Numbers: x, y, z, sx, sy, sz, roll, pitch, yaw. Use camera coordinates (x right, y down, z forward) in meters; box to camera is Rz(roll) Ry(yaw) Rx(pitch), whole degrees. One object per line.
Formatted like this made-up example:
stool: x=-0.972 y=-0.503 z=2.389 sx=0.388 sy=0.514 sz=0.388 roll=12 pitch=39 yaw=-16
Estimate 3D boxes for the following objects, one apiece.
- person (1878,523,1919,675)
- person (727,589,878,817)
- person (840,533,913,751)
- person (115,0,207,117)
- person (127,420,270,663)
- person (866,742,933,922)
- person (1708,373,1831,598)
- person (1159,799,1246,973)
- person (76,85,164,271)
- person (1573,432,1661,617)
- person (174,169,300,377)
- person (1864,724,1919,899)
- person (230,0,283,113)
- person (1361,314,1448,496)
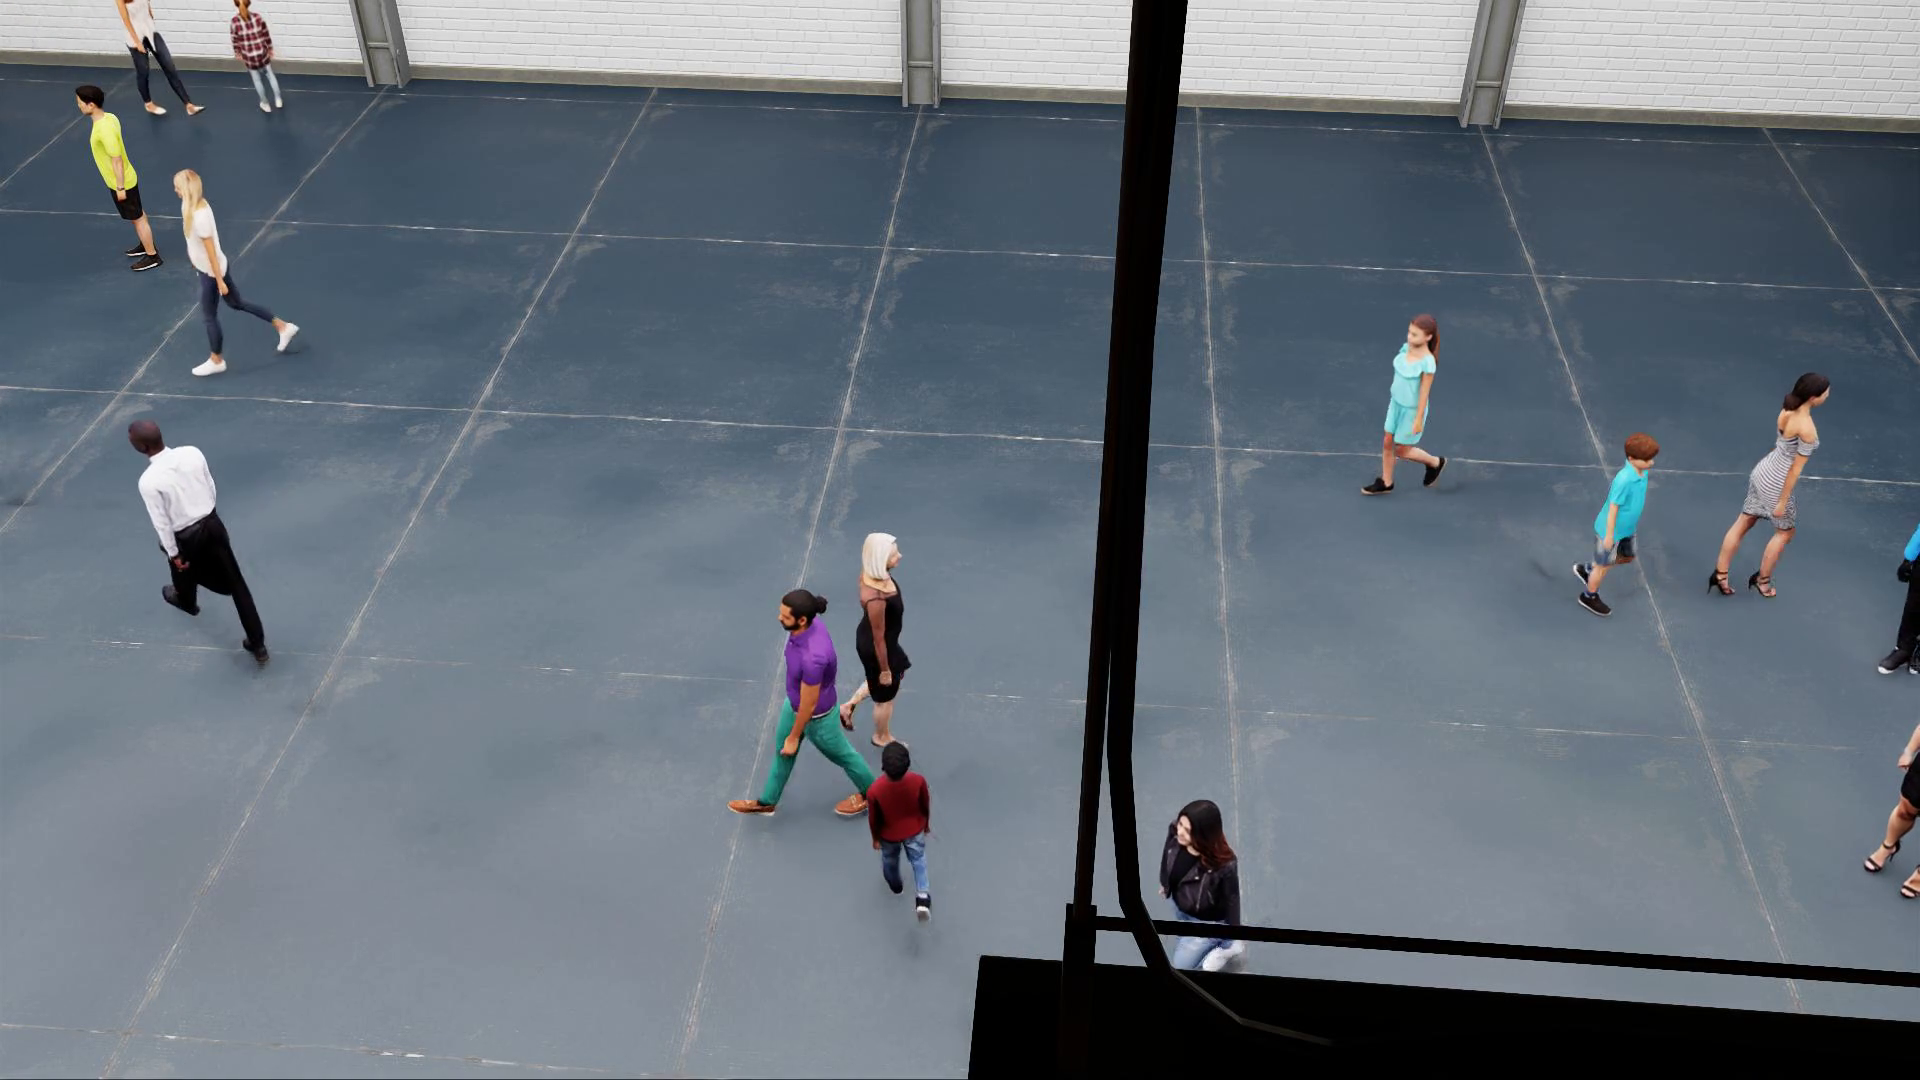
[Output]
person: x=6.338 y=0.128 z=10.630 sx=0.811 sy=1.782 sz=0.754 roll=-26 pitch=45 yaw=-29
person: x=-0.738 y=0.987 z=9.610 sx=1.240 sy=1.714 sz=0.974 roll=-13 pitch=40 yaw=-16
person: x=-0.563 y=0.640 z=10.027 sx=0.776 sy=1.735 sz=0.657 roll=-1 pitch=39 yaw=-2
person: x=-8.622 y=-5.255 z=17.398 sx=1.128 sy=1.749 sz=0.850 roll=15 pitch=41 yaw=18
person: x=-4.855 y=0.043 z=10.735 sx=1.342 sy=1.784 sz=1.116 roll=26 pitch=45 yaw=29
person: x=-0.316 y=1.622 z=9.193 sx=0.763 sy=1.241 sz=0.723 roll=-10 pitch=40 yaw=-12
person: x=5.376 y=-0.342 z=11.199 sx=0.709 sy=1.807 sz=0.647 roll=0 pitch=39 yaw=1
person: x=1.282 y=1.875 z=8.595 sx=1.138 sy=1.592 sz=1.052 roll=-24 pitch=44 yaw=-27
person: x=-7.553 y=-3.281 z=14.958 sx=0.710 sy=1.709 sz=0.700 roll=-18 pitch=42 yaw=-21
person: x=4.398 y=-0.150 z=11.253 sx=0.682 sy=1.439 sz=0.742 roll=-30 pitch=47 yaw=-32
person: x=-5.980 y=-2.199 z=13.545 sx=1.199 sy=1.782 sz=0.917 roll=-13 pitch=40 yaw=-16
person: x=5.468 y=1.307 z=9.211 sx=0.797 sy=1.712 sz=0.744 roll=-25 pitch=45 yaw=-28
person: x=-7.476 y=-5.160 z=17.638 sx=0.647 sy=1.300 sz=0.715 roll=-21 pitch=43 yaw=-25
person: x=3.357 y=-0.980 z=12.206 sx=0.924 sy=1.548 sz=0.723 roll=-9 pitch=40 yaw=-11
